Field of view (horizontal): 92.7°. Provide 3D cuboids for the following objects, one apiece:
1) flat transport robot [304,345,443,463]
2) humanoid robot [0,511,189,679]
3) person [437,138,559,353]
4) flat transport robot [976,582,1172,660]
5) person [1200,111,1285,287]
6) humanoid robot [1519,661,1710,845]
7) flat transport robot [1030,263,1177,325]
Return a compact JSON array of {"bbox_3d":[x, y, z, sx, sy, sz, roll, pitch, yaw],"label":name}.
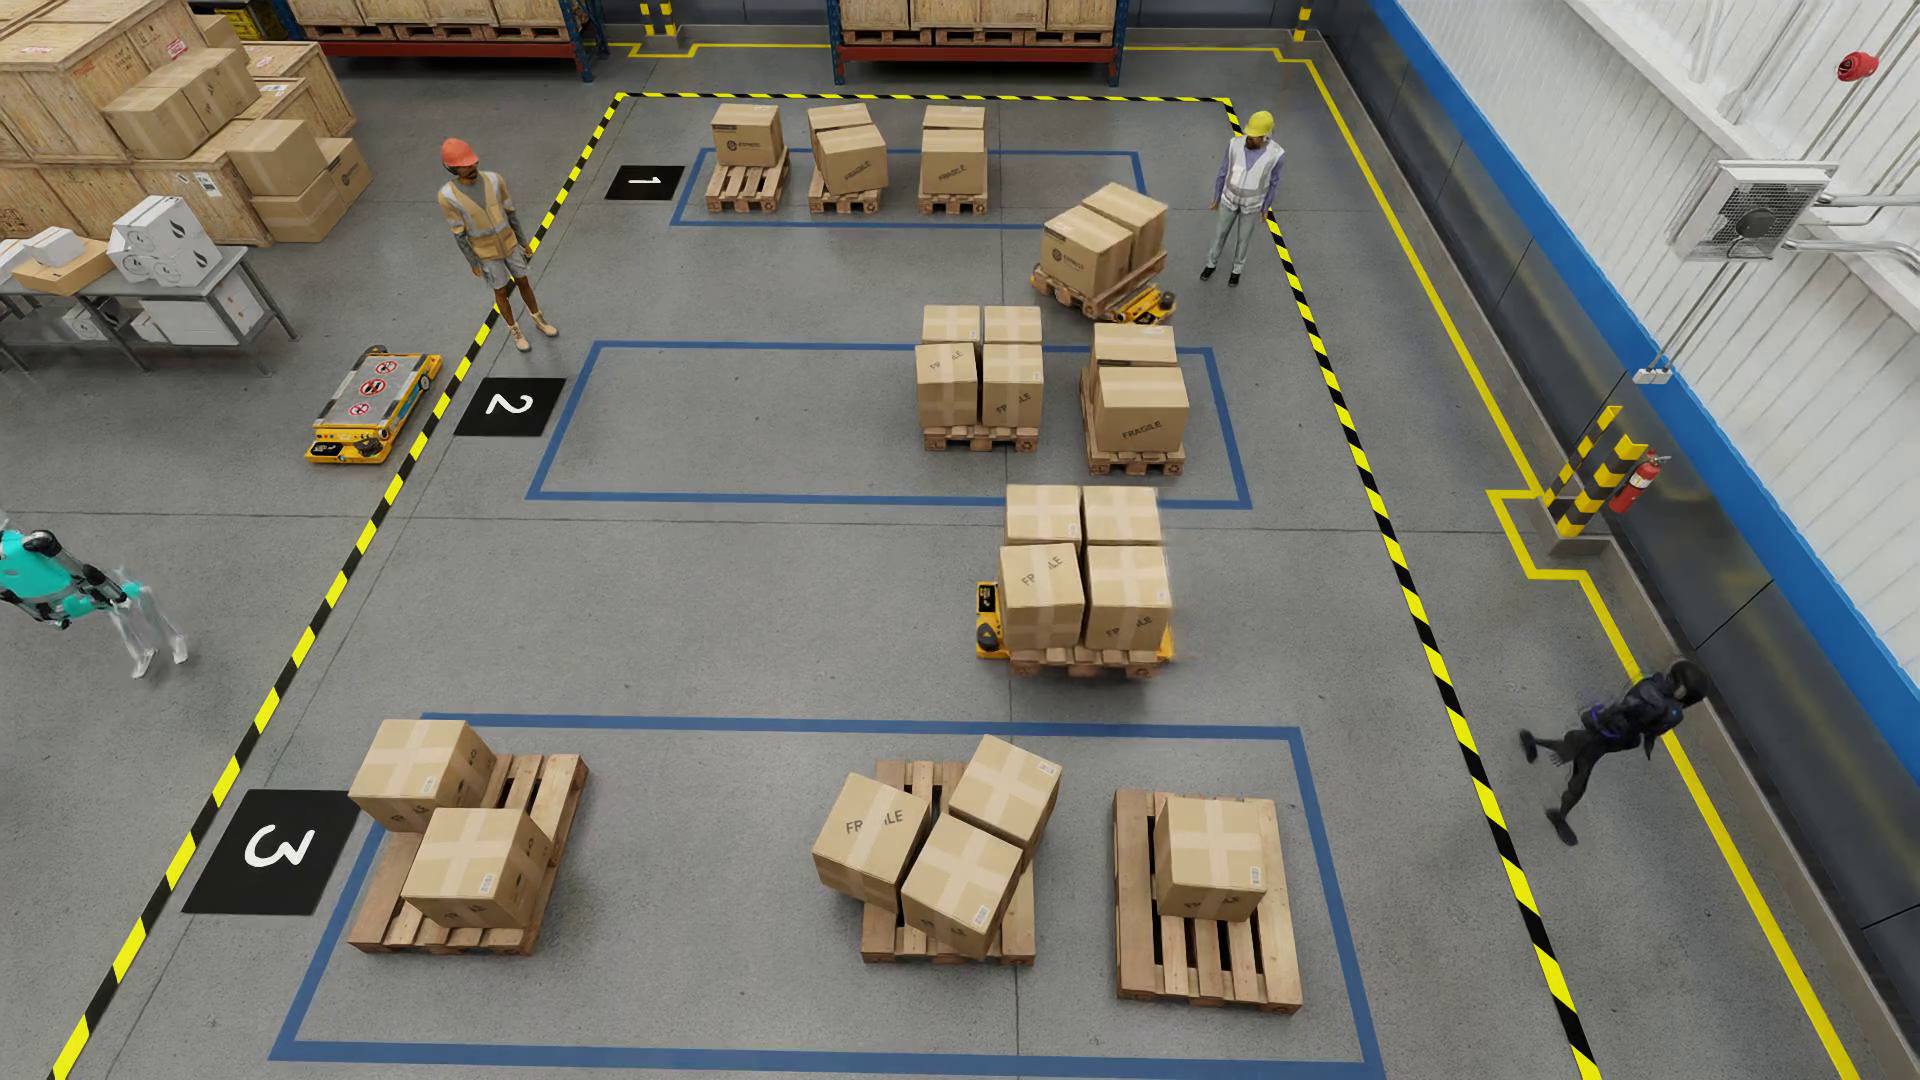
[{"bbox_3d":[-5.383,-1.269,8.441,0.659,0.231,1.431,1,50,1],"label":"flat transport robot"},{"bbox_3d":[-5.852,0.303,6.150,0.539,1.792,0.788,-16,52,-13],"label":"humanoid robot"},{"bbox_3d":[-4.288,-2.705,8.492,0.366,2.048,0.606,35,58,26],"label":"person"},{"bbox_3d":[0.841,0.568,6.868,1.431,0.197,0.652,1,50,1],"label":"flat transport robot"},{"bbox_3d":[2.841,-3.413,9.232,0.594,1.827,0.403,20,53,16],"label":"person"},{"bbox_3d":[3.902,1.148,5.515,0.610,1.636,0.785,-8,50,-7],"label":"humanoid robot"},{"bbox_3d":[1.487,-2.620,9.566,1.431,0.197,0.652,35,58,26],"label":"flat transport robot"}]
